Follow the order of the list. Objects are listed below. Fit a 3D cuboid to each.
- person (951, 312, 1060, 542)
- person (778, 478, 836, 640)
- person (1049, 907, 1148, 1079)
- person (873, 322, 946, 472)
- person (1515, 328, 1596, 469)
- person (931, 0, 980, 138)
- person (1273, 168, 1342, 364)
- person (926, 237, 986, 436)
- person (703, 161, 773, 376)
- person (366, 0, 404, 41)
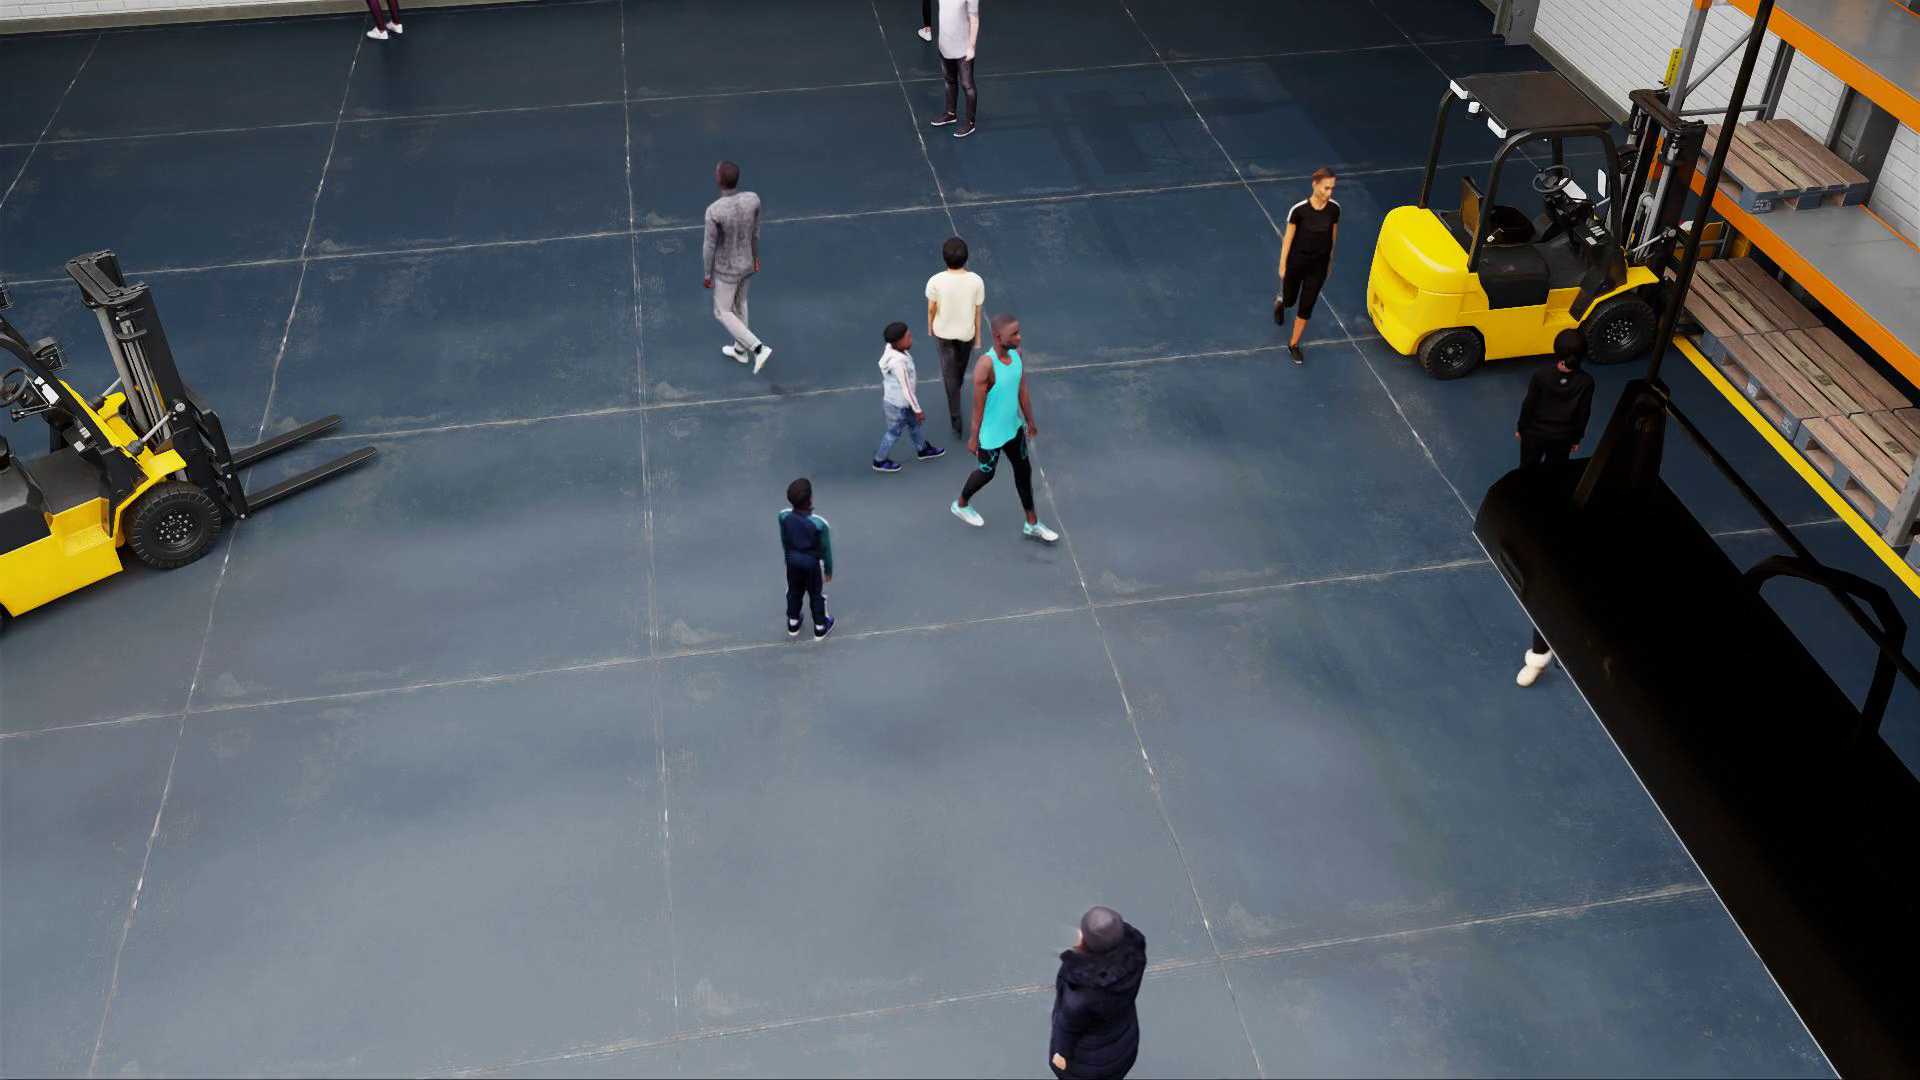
[{"bbox_3d":[0.292,-0.754,11.557,1.138,1.766,1.066,25,45,28],"label":"person"},{"bbox_3d":[-1.011,0.125,10.867,0.577,1.255,0.594,11,40,13],"label":"person"},{"bbox_3d":[0.642,2.309,7.794,0.831,1.677,0.789,30,47,32],"label":"person"},{"bbox_3d":[-0.492,-1.036,12.333,0.571,1.239,0.728,-4,39,-6],"label":"person"},{"bbox_3d":[4.103,-0.729,11.597,0.718,1.676,0.750,11,40,14],"label":"person"},{"bbox_3d":[-0.029,-5.037,16.863,0.827,1.837,0.709,-29,47,-31],"label":"person"},{"bbox_3d":[2.810,-2.294,13.584,0.658,1.643,0.908,-1,39,-2],"label":"person"},{"bbox_3d":[-0.033,-1.525,12.699,0.604,1.546,0.967,-5,39,-6],"label":"person"},{"bbox_3d":[-1.753,-2.125,13.228,1.066,1.823,0.992,28,46,30],"label":"person"},{"bbox_3d":[-6.691,-6.605,18.879,0.806,1.772,0.725,16,41,19],"label":"person"}]
